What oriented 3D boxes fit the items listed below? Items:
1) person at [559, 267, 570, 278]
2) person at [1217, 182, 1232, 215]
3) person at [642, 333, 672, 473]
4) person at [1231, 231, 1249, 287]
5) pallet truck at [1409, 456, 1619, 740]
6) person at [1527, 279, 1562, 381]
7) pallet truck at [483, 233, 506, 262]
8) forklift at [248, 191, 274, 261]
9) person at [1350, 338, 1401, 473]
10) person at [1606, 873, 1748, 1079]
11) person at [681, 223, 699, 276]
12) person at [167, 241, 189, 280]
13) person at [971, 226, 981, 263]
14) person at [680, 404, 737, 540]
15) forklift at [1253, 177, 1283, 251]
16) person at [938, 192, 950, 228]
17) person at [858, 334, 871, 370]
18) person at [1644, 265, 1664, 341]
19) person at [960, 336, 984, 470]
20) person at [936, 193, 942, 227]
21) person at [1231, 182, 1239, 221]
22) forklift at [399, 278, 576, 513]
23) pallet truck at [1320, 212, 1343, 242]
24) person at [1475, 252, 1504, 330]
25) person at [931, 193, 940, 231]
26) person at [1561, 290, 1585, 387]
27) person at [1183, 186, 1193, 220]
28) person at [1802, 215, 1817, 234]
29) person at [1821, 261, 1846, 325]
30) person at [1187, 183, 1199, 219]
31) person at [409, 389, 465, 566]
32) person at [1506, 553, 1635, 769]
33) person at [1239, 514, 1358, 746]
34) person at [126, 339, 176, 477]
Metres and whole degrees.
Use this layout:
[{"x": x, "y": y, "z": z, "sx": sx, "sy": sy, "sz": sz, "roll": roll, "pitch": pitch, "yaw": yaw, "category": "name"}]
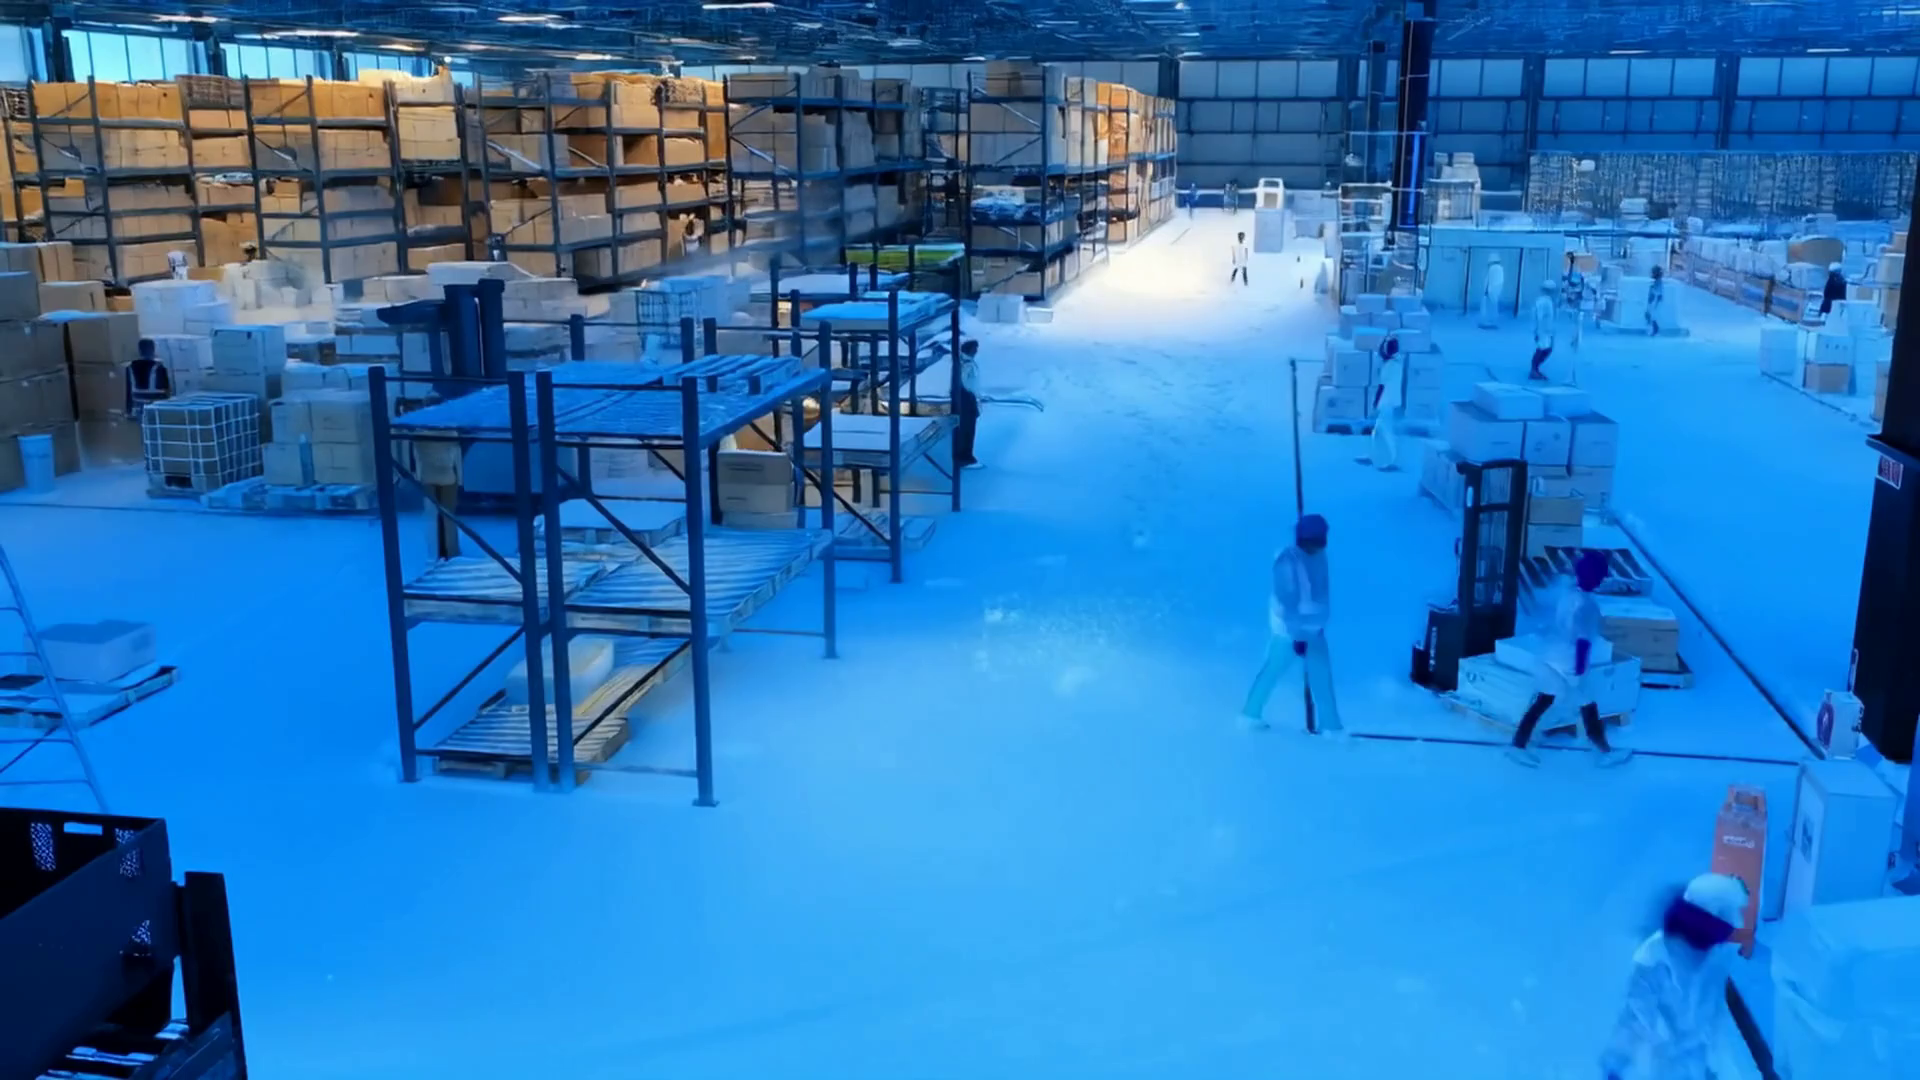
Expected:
[{"x": -8.148, "y": -4.776, "z": 34.745, "sx": 0.913, "sy": 1.830, "sz": 0.554, "roll": 8, "pitch": 16, "yaw": 28, "category": "person"}, {"x": 14.781, "y": -19.003, "z": 92.595, "sx": 0.972, "sy": 1.788, "sz": 0.654, "roll": -4, "pitch": 14, "yaw": -14, "category": "person"}, {"x": -4.197, "y": -1.881, "z": 22.821, "sx": 0.392, "sy": 1.919, "sz": 0.592, "roll": -4, "pitch": 14, "yaw": -15, "category": "person"}, {"x": 8.446, "y": -8.478, "z": 50.151, "sx": 0.540, "sy": 1.655, "sz": 0.875, "roll": -4, "pitch": 14, "yaw": -16, "category": "person"}, {"x": 4.504, "y": 0.400, "z": 13.395, "sx": 0.823, "sy": 1.965, "sz": 1.885, "roll": -6, "pitch": 15, "yaw": -23, "category": "pallet truck"}, {"x": 10.994, "y": -3.939, "z": 31.219, "sx": 0.615, "sy": 1.900, "sz": 0.546, "roll": 6, "pitch": 15, "yaw": 23, "category": "person"}, {"x": -11.832, "y": -7.026, "z": 43.548, "sx": 1.885, "sy": 1.965, "sz": 0.823, "roll": 8, "pitch": 16, "yaw": 28, "category": "pallet truck"}, {"x": -20.466, "y": -9.050, "z": 49.947, "sx": 1.129, "sy": 2.768, "sz": 1.873, "roll": 3, "pitch": 14, "yaw": 10, "category": "forklift"}, {"x": 5.742, "y": -1.860, "z": 22.892, "sx": 0.859, "sy": 1.838, "sz": 0.554, "roll": 9, "pitch": 16, "yaw": 32, "category": "person"}, {"x": 2.914, "y": 2.154, "z": 6.850, "sx": 0.535, "sy": 1.706, "sz": 0.406, "roll": -5, "pitch": 15, "yaw": -19, "category": "person"}, {"x": -8.235, "y": -8.756, "z": 50.864, "sx": 0.592, "sy": 1.859, "sz": 1.015, "roll": 3, "pitch": 14, "yaw": 11, "category": "person"}, {"x": -21.878, "y": -7.572, "z": 46.577, "sx": 0.516, "sy": 1.606, "sz": 0.808, "roll": -7, "pitch": 15, "yaw": -25, "category": "person"}, {"x": 0.524, "y": -10.246, "z": 56.967, "sx": 0.429, "sy": 1.835, "sz": 0.623, "roll": 10, "pitch": 17, "yaw": 36, "category": "person"}, {"x": -2.629, "y": -0.526, "z": 17.316, "sx": 0.645, "sy": 1.917, "sz": 0.447, "roll": -8, "pitch": 16, "yaw": -31, "category": "person"}, {"x": 12.083, "y": -12.747, "z": 64.956, "sx": 1.129, "sy": 2.768, "sz": 1.873, "roll": 3, "pitch": 14, "yaw": 10, "category": "forklift"}, {"x": -0.700, "y": -14.775, "z": 75.206, "sx": 0.640, "sy": 1.895, "sz": 0.980, "roll": 2, "pitch": 14, "yaw": 9, "category": "person"}, {"x": -1.885, "y": -4.306, "z": 32.565, "sx": 0.613, "sy": 1.963, "sz": 0.361, "roll": 6, "pitch": 15, "yaw": 22, "category": "person"}, {"x": 15.506, "y": -5.292, "z": 37.140, "sx": 0.366, "sy": 1.681, "sz": 0.550, "roll": 3, "pitch": 14, "yaw": 13, "category": "person"}, {"x": 0.109, "y": -1.899, "z": 23.043, "sx": 0.328, "sy": 1.844, "sz": 0.511, "roll": -7, "pitch": 16, "yaw": -27, "category": "person"}, {"x": -0.943, "y": -16.124, "z": 81.292, "sx": 0.536, "sy": 1.592, "sz": 0.841, "roll": 3, "pitch": 14, "yaw": 13, "category": "person"}, {"x": 14.274, "y": -17.586, "z": 86.427, "sx": 0.397, "sy": 1.992, "sz": 0.623, "roll": 1, "pitch": 14, "yaw": 4, "category": "person"}, {"x": -5.862, "y": -1.786, "z": 20.454, "sx": 1.873, "sy": 2.768, "sz": 1.129, "roll": 3, "pitch": 14, "yaw": 10, "category": "forklift"}, {"x": 15.874, "y": -13.227, "z": 70.310, "sx": 0.680, "sy": 1.201, "sz": 1.601, "roll": 10, "pitch": 17, "yaw": 35, "category": "pallet truck"}, {"x": 12.454, "y": -5.853, "z": 39.156, "sx": 0.627, "sy": 1.811, "sz": 0.637, "roll": -13, "pitch": 19, "yaw": -42, "category": "person"}, {"x": -1.148, "y": -14.459, "z": 73.935, "sx": 0.544, "sy": 1.904, "sz": 0.918, "roll": 4, "pitch": 14, "yaw": 16, "category": "person"}, {"x": 11.233, "y": -3.691, "z": 30.478, "sx": 0.307, "sy": 1.772, "sz": 0.526, "roll": 5, "pitch": 15, "yaw": 19, "category": "person"}, {"x": 11.993, "y": -17.765, "z": 87.625, "sx": 0.532, "sy": 1.767, "sz": 0.328, "roll": 3, "pitch": 14, "yaw": 12, "category": "person"}, {"x": 29.736, "y": -10.532, "z": 58.352, "sx": 0.921, "sy": 1.711, "sz": 0.543, "roll": -4, "pitch": 14, "yaw": -16, "category": "person"}, {"x": 17.904, "y": -4.719, "z": 34.186, "sx": 0.379, "sy": 1.996, "sz": 0.610, "roll": -1, "pitch": 14, "yaw": -3, "category": "person"}, {"x": 12.442, "y": -18.112, "z": 88.833, "sx": 0.565, "sy": 1.876, "sz": 0.998, "roll": -2, "pitch": 14, "yaw": -7, "category": "person"}, {"x": -5.587, "y": -0.662, "z": 17.853, "sx": 0.587, "sy": 1.928, "sz": 0.363, "roll": 4, "pitch": 14, "yaw": 14, "category": "person"}, {"x": 4.481, "y": 0.900, "z": 12.113, "sx": 0.924, "sy": 1.617, "sz": 0.588, "roll": -1, "pitch": 14, "yaw": -5, "category": "person"}, {"x": 2.583, "y": 0.671, "z": 12.731, "sx": 0.951, "sy": 1.800, "sz": 0.628, "roll": 13, "pitch": 19, "yaw": 43, "category": "person"}, {"x": -10.991, "y": -1.826, "z": 22.750, "sx": 0.600, "sy": 1.837, "sz": 0.923, "roll": 3, "pitch": 14, "yaw": 10, "category": "person"}]
